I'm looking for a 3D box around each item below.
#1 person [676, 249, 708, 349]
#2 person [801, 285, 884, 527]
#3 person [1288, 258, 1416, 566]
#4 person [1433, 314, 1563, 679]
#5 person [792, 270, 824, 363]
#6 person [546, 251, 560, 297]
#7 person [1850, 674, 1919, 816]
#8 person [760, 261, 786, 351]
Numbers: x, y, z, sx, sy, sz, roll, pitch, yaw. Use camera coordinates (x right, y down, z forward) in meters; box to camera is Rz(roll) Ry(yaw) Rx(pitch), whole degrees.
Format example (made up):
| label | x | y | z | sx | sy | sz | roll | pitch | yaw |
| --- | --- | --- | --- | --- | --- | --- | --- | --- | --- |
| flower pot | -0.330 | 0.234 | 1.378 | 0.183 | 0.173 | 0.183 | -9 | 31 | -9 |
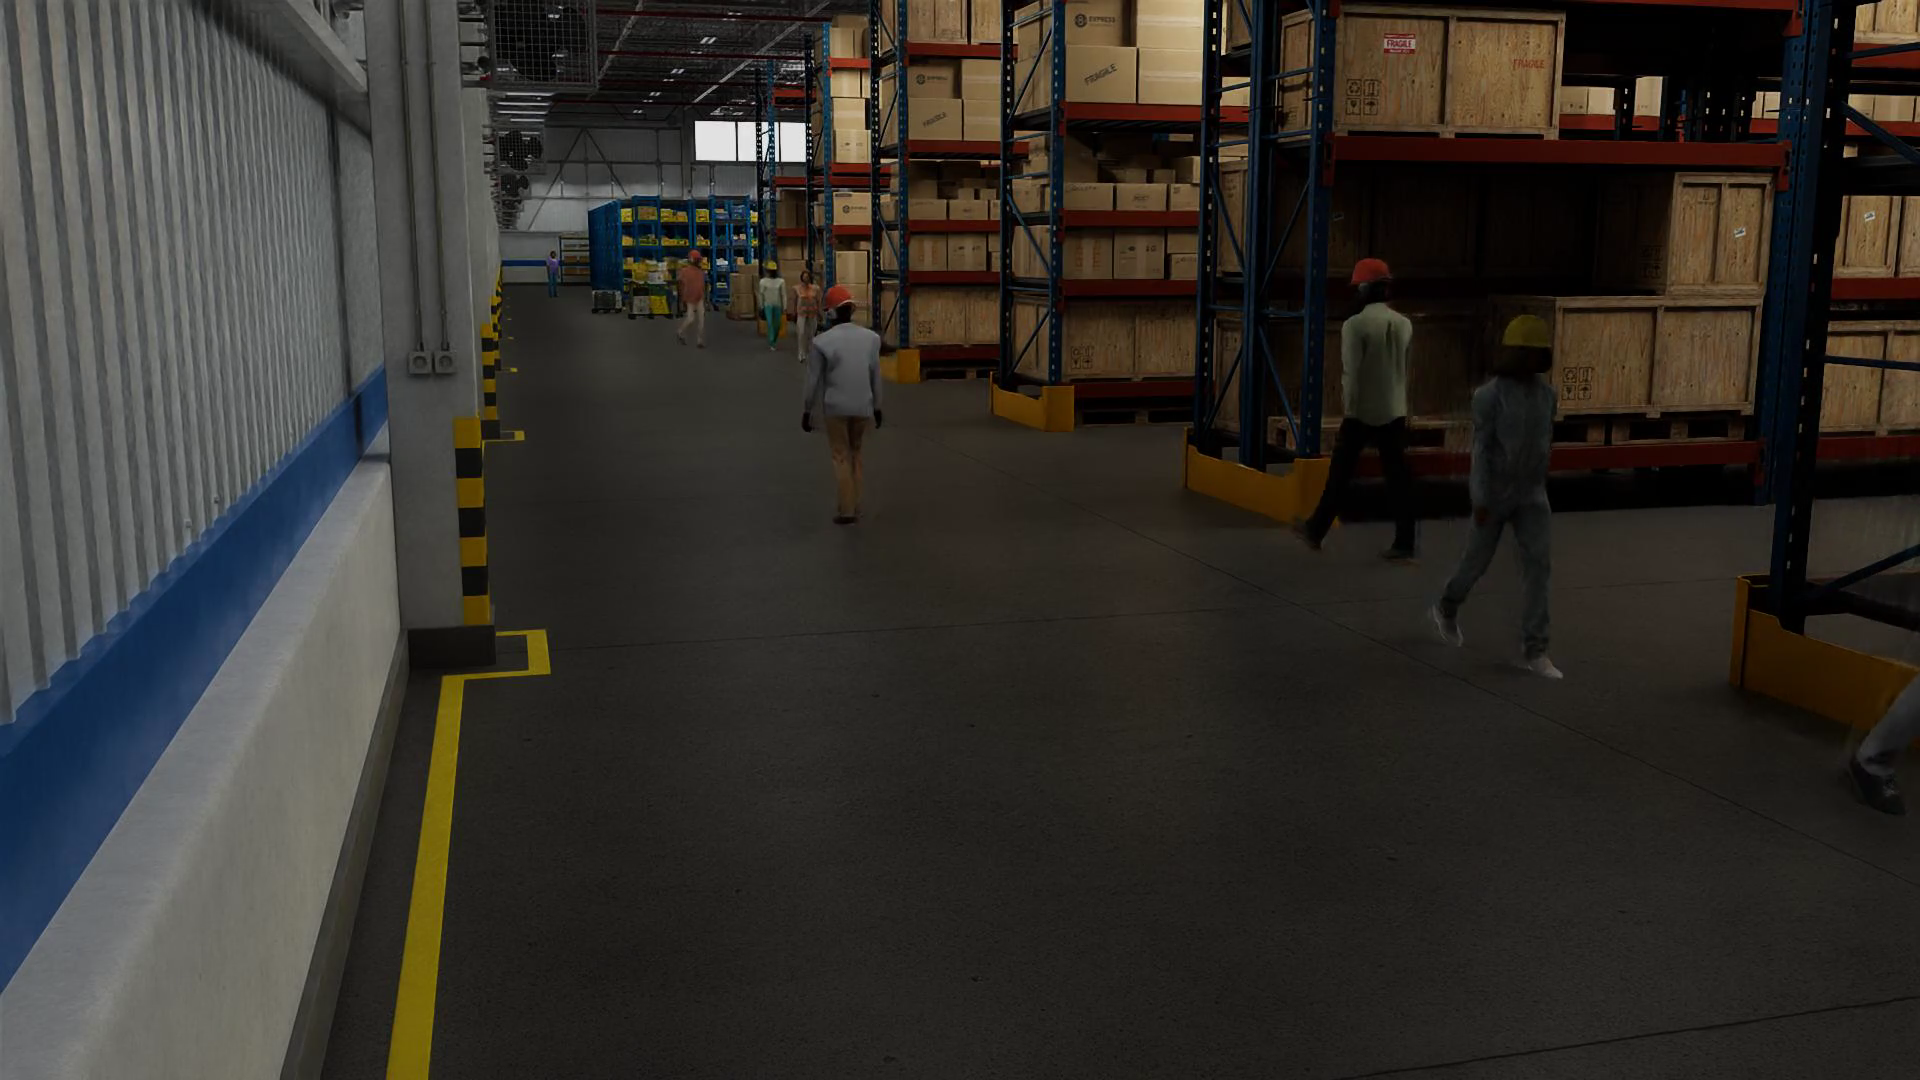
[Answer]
| label | x | y | z | sx | sy | sz | roll | pitch | yaw |
| --- | --- | --- | --- | --- | --- | --- | --- | --- | --- |
| person | -5.293 | -4.753 | 32.847 | 0.634 | 1.974 | 0.630 | 9 | 13 | 41 |
| person | -0.906 | -0.982 | 12.151 | 0.596 | 1.732 | 0.634 | -6 | 12 | -32 |
| person | 2.611 | -0.837 | 10.762 | 0.664 | 1.939 | 1.024 | -6 | 12 | -30 |
| person | 2.641 | -0.246 | 8.075 | 0.487 | 1.714 | 0.843 | -3 | 10 | -16 |
| person | -2.641 | -3.879 | 28.944 | 0.531 | 1.601 | 0.816 | -2 | 10 | -9 |
| person | -16.255 | -10.612 | 66.415 | 0.389 | 1.837 | 0.563 | 9 | 13 | 41 |
| person | 3.545 | 0.149 | 5.634 | 0.602 | 1.783 | 0.966 | -4 | 11 | -23 |
| person | -3.668 | -4.588 | 32.558 | 0.530 | 1.752 | 0.554 | -3 | 11 | -18 |
